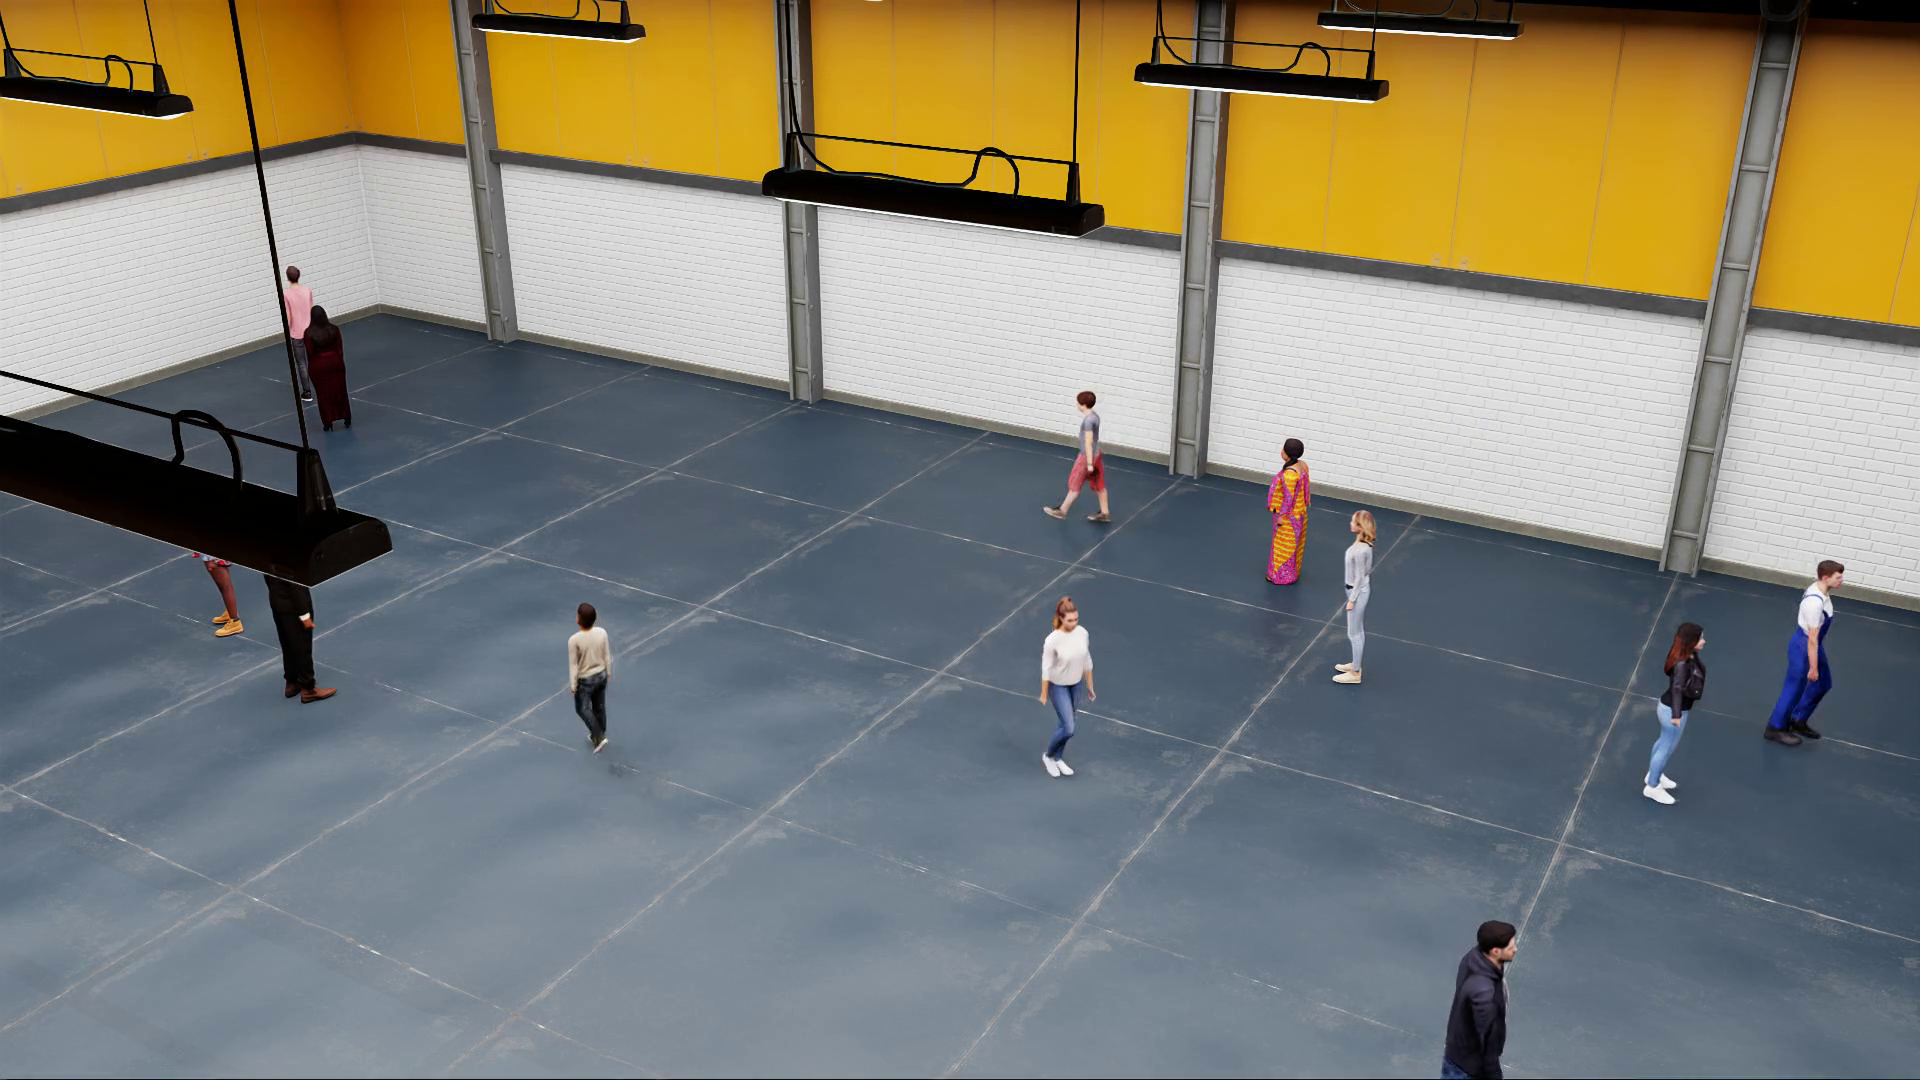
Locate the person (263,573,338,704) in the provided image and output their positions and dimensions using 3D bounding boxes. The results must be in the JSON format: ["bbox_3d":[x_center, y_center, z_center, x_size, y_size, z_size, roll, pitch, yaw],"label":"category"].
[{"bbox_3d":[-6.353,0.631,15.771,0.607,1.905,0.781,19,30,36],"label":"person"}]

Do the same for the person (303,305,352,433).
[{"bbox_3d":[-8.681,-2.361,22.801,0.746,1.756,0.733,-19,30,-37],"label":"person"}]

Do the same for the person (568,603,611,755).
[{"bbox_3d":[-3.275,1.271,14.875,0.689,1.451,0.801,-19,30,-37],"label":"person"}]

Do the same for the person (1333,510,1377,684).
[{"bbox_3d":[3.842,0.545,16.106,0.563,1.795,0.627,8,25,17],"label":"person"}]

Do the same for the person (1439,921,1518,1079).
[{"bbox_3d":[3.005,3.130,10.124,1.285,1.849,0.838,8,25,17],"label":"person"}]

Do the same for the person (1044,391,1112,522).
[{"bbox_3d":[1.622,-0.955,19.757,1.086,1.619,0.768,7,24,15],"label":"person"}]

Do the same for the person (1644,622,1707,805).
[{"bbox_3d":[6.128,1.446,14.246,0.566,1.634,0.655,11,26,23],"label":"person"}]

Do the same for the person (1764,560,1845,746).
[{"bbox_3d":[7.556,0.992,15.037,0.678,1.832,0.650,15,28,30],"label":"person"}]

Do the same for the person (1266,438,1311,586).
[{"bbox_3d":[3.595,-0.352,18.297,0.663,1.683,0.662,10,26,23],"label":"person"}]

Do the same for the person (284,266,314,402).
[{"bbox_3d":[-9.471,-2.986,23.979,0.610,1.959,0.660,19,30,37],"label":"person"}]

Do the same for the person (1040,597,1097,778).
[{"bbox_3d":[0.866,1.266,14.558,0.699,1.713,0.716,-17,29,-33],"label":"person"}]
